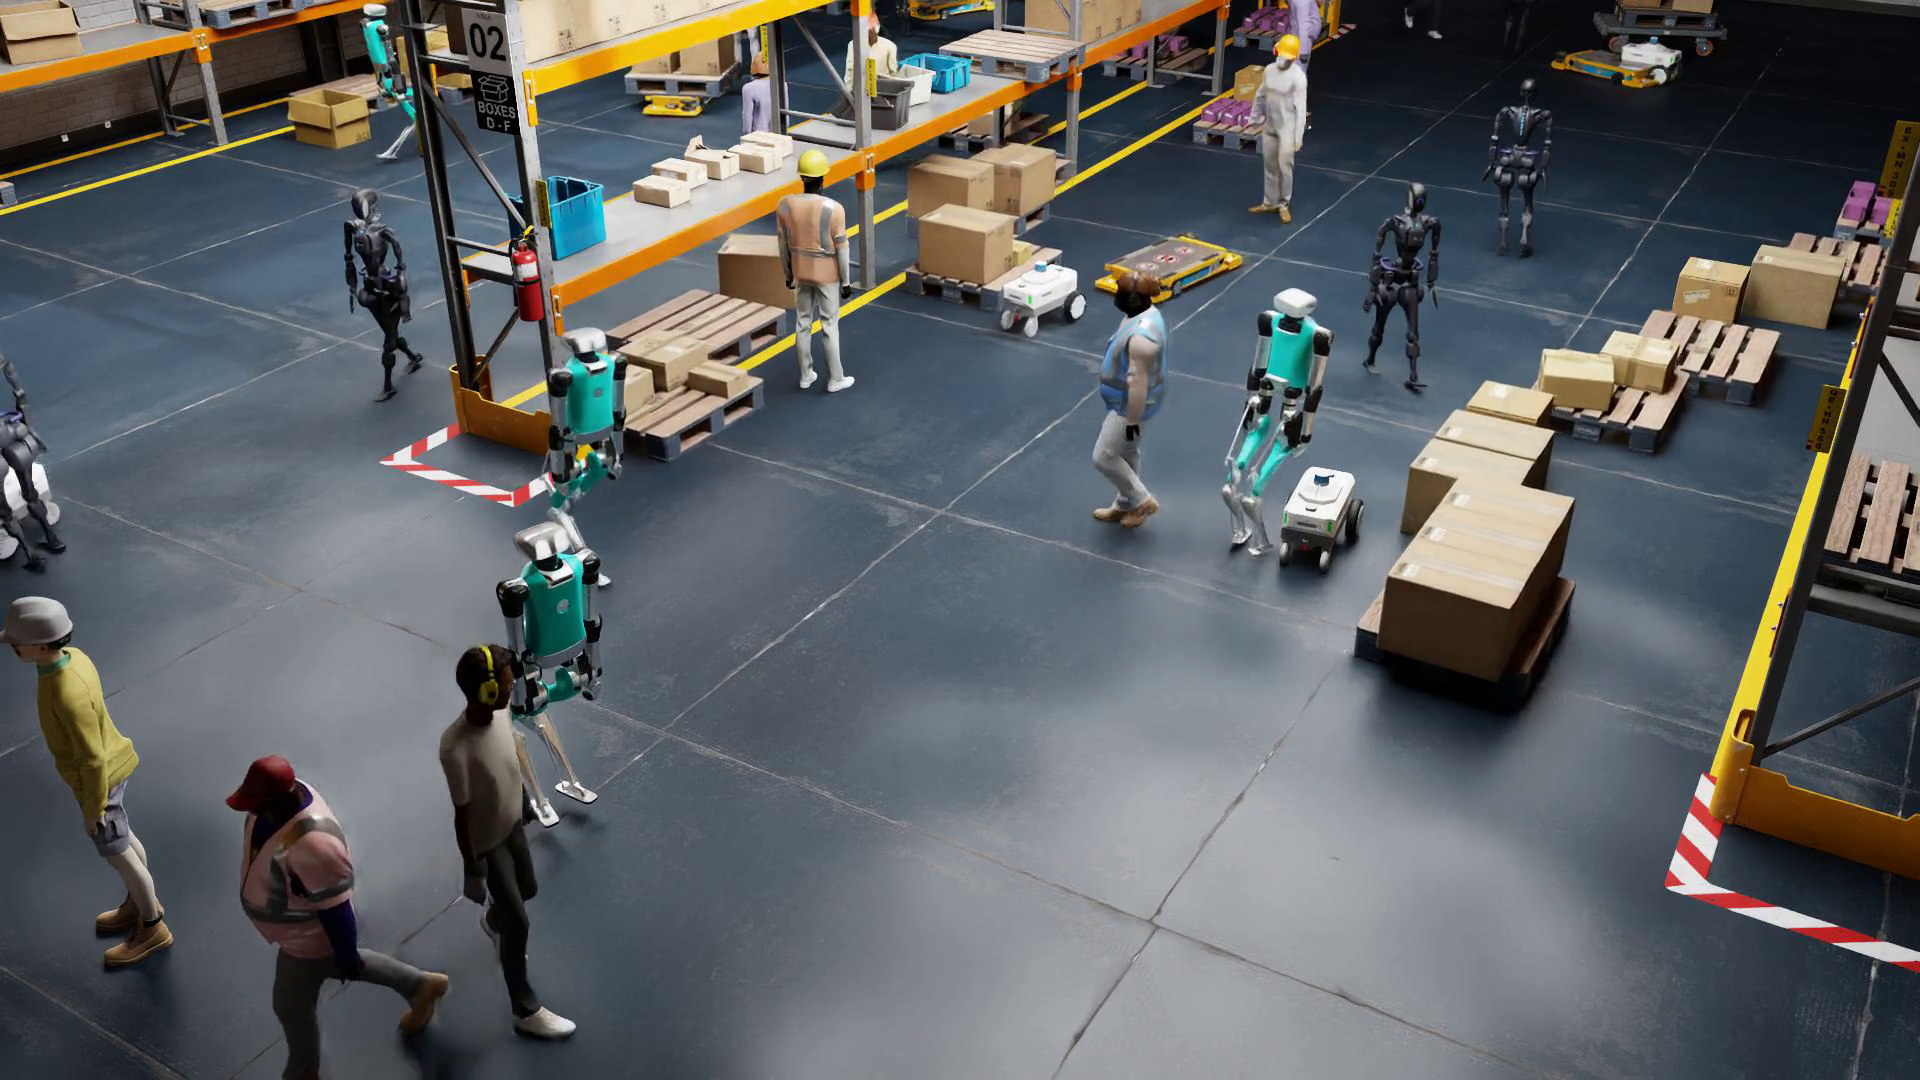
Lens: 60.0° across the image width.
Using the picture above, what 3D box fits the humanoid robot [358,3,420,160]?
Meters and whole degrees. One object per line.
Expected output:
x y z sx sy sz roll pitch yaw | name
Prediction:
-6.161 -5.104 18.504 1.013 1.754 0.535 -26 38 -37 | humanoid robot

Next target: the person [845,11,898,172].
-0.958 -4.951 18.234 0.580 1.706 0.876 8 30 14 | person

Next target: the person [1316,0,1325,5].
5.714 -9.168 25.560 0.429 1.846 0.621 13 32 22 | person

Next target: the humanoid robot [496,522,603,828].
-2.108 0.608 8.239 0.735 1.677 0.533 25 38 37 | humanoid robot

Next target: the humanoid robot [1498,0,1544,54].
7.779 -7.600 22.965 0.612 1.638 0.508 8 30 13 | humanoid robot

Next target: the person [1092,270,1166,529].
1.105 -0.899 10.948 0.466 1.828 0.648 3 30 5 | person

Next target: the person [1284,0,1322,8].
5.252 -8.824 25.089 0.803 1.693 0.574 1 29 1 | person

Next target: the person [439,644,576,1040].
-1.999 1.249 7.148 0.695 1.830 0.601 8 31 15 | person

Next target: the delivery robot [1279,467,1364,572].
2.367 -0.182 10.986 0.499 0.607 0.808 12 32 20 | delivery robot

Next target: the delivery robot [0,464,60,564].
-6.410 -0.225 11.041 0.499 0.587 0.789 8 30 13 | delivery robot

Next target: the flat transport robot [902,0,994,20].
-0.176 -8.158 25.373 1.431 0.231 0.659 -21 36 -33 | flat transport robot

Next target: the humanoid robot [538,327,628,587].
-2.483 -0.557 10.465 0.932 1.802 0.561 25 38 37 | humanoid robot

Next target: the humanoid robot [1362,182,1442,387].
3.487 -1.996 13.071 0.602 1.626 0.754 -6 30 -10 | humanoid robot

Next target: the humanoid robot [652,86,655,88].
-3.817 -6.528 21.016 0.563 1.790 0.798 -21 36 -33 | humanoid robot

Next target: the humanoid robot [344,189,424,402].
-4.530 -1.967 13.041 0.585 1.627 0.782 10 31 17 | humanoid robot

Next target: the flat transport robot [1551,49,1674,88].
8.616 -6.235 21.971 0.659 0.231 1.431 -19 34 -30 | flat transport robot

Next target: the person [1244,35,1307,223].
3.148 -4.119 16.607 0.400 1.875 0.744 -20 35 -31 | person

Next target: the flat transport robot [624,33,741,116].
-3.437 -5.577 20.808 0.659 0.231 1.431 4 30 7 | flat transport robot

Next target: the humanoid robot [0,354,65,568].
-6.099 -0.592 10.595 0.418 1.665 0.601 17 34 27 | humanoid robot

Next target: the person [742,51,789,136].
-1.956 -4.111 16.832 0.499 1.625 0.284 -17 34 -27 | person

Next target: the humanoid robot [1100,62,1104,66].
2.219 -7.353 22.496 0.530 1.777 1.003 18 34 28 | humanoid robot

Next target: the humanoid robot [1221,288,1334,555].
1.938 -0.688 10.650 0.532 1.782 0.709 26 38 37 | humanoid robot

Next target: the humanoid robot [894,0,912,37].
-0.878 -8.052 23.757 0.598 1.644 0.489 8 31 15 | humanoid robot

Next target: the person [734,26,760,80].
-2.836 -6.962 21.566 0.482 1.944 0.432 3 30 5 | person

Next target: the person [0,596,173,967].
-3.865 1.062 7.419 0.385 1.891 0.470 -15 33 -25 | person

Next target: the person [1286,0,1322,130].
4.026 -5.822 19.586 0.410 1.901 0.638 1 29 1 | person

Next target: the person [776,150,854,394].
-1.116 -2.072 12.922 0.585 1.928 0.367 11 31 19 | person

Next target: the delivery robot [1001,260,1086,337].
0.714 -2.124 14.427 0.499 0.614 0.798 23 37 35 | delivery robot

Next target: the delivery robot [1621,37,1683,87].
9.019 -6.254 21.713 0.797 0.593 0.499 24 37 36 | delivery robot

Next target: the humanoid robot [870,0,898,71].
-1.000 -6.211 20.446 0.667 1.798 0.535 -18 34 -28 | humanoid robot

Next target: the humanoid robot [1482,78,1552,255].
5.277 -3.527 15.758 0.598 1.649 0.368 12 32 20 | humanoid robot

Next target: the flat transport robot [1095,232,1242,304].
1.945 -2.524 15.406 0.659 0.231 1.431 24 37 36 | flat transport robot

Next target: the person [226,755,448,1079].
-2.594 1.526 6.785 0.840 1.714 0.598 -17 34 -28 | person

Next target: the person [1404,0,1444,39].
6.742 -8.117 23.710 0.517 1.834 0.583 -15 33 -24 | person
